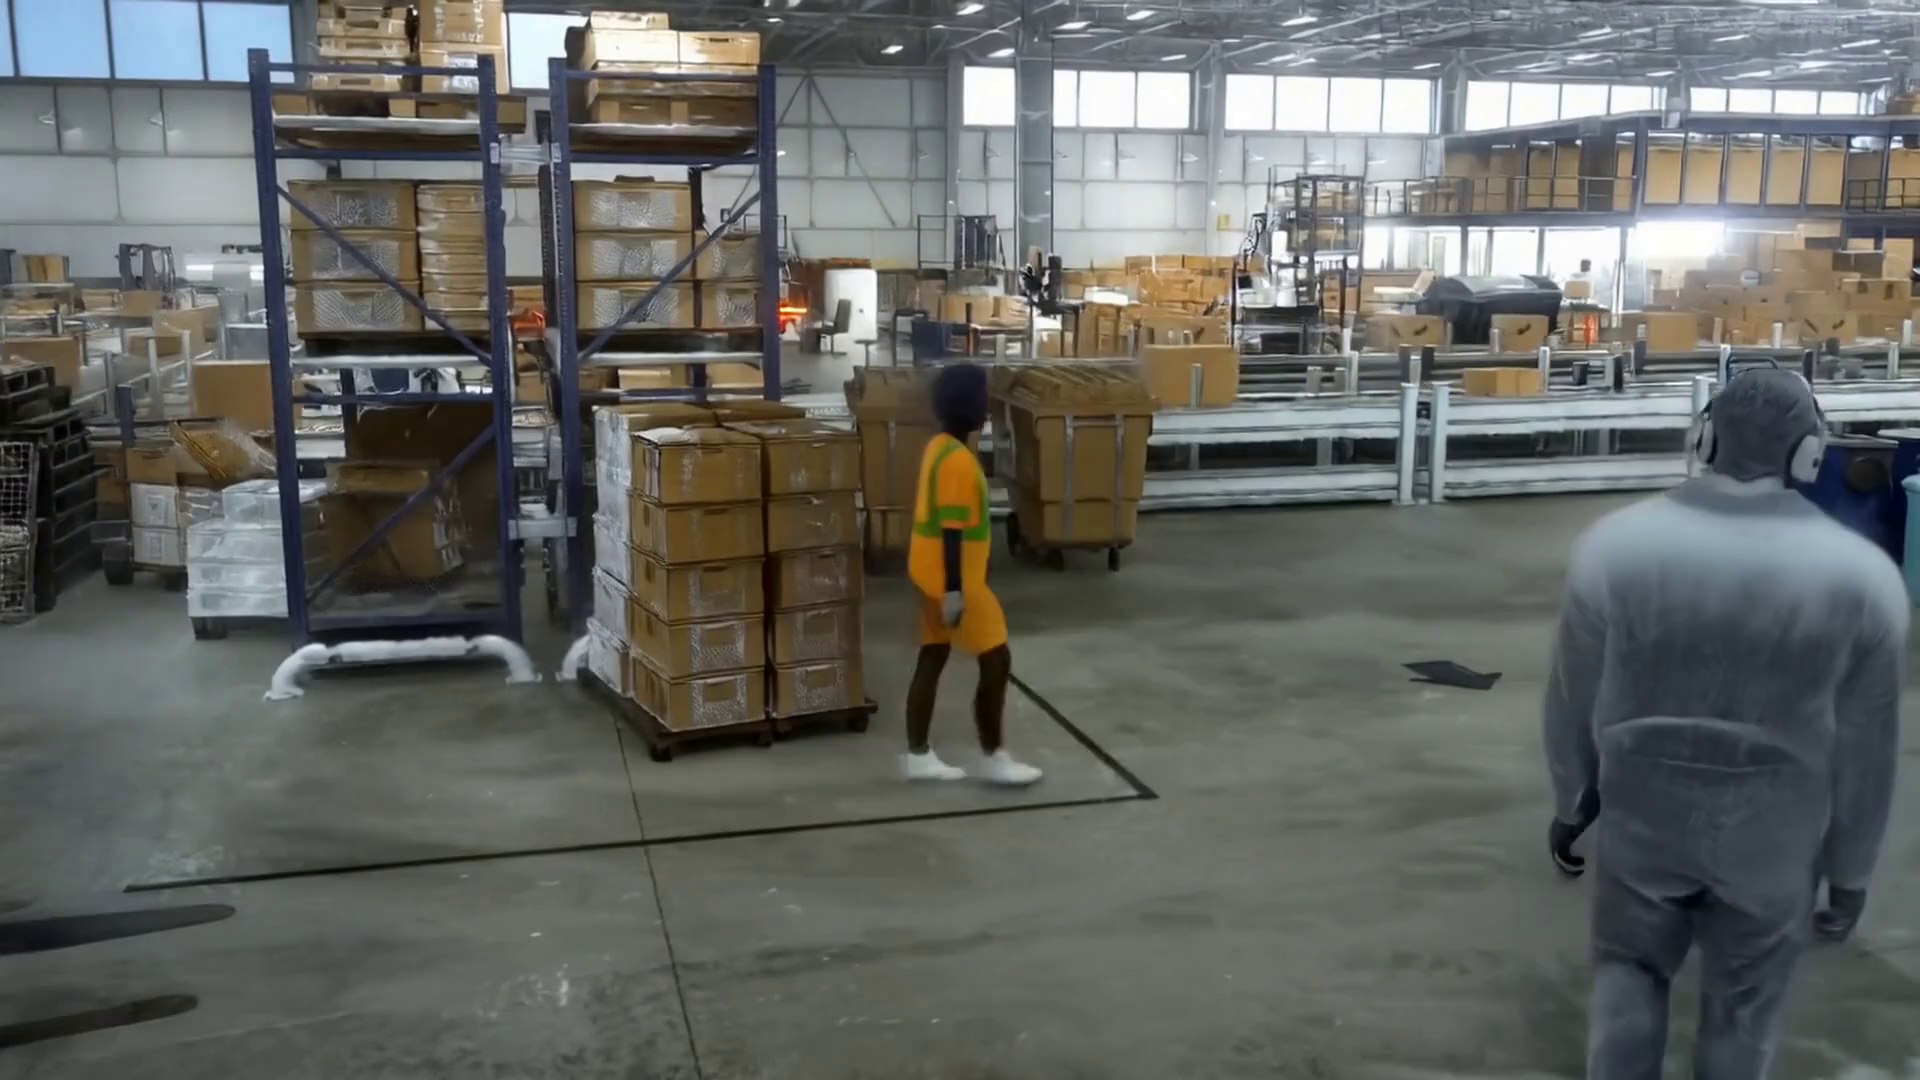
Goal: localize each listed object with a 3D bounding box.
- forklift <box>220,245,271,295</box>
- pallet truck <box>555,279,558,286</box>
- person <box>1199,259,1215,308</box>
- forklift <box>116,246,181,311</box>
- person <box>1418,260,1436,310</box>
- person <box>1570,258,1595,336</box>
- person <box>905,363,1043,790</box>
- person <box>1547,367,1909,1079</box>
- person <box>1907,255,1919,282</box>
[{"bbox_3d":[-17.749,-6.334,41.440,1.157,1.987,2.680,-3,10,-17],"label":"forklift"},{"bbox_3d":[-10.604,-6.375,44.520,0.653,1.274,1.630,-3,10,-15],"label":"pallet truck"},{"bbox_3d":[5.230,-5.012,35.244,0.336,1.860,0.498,1,10,7],"label":"person"},{"bbox_3d":[-19.966,-6.232,40.894,1.157,1.987,2.680,-3,10,-15],"label":"forklift"},{"bbox_3d":[12.702,-6.727,45.203,0.532,1.768,0.311,9,13,40],"label":"person"},{"bbox_3d":[13.727,-5.293,36.792,0.597,1.869,0.595,-2,10,-11],"label":"person"},{"bbox_3d":[0.077,0.151,6.476,0.656,1.671,0.557,-2,10,-11],"label":"person"},{"bbox_3d":[1.534,0.593,3.408,0.657,1.884,0.526,6,12,31],"label":"person"},{"bbox_3d":[24.420,-6.301,42.331,0.594,1.925,0.369,4,11,20],"label":"person"}]
